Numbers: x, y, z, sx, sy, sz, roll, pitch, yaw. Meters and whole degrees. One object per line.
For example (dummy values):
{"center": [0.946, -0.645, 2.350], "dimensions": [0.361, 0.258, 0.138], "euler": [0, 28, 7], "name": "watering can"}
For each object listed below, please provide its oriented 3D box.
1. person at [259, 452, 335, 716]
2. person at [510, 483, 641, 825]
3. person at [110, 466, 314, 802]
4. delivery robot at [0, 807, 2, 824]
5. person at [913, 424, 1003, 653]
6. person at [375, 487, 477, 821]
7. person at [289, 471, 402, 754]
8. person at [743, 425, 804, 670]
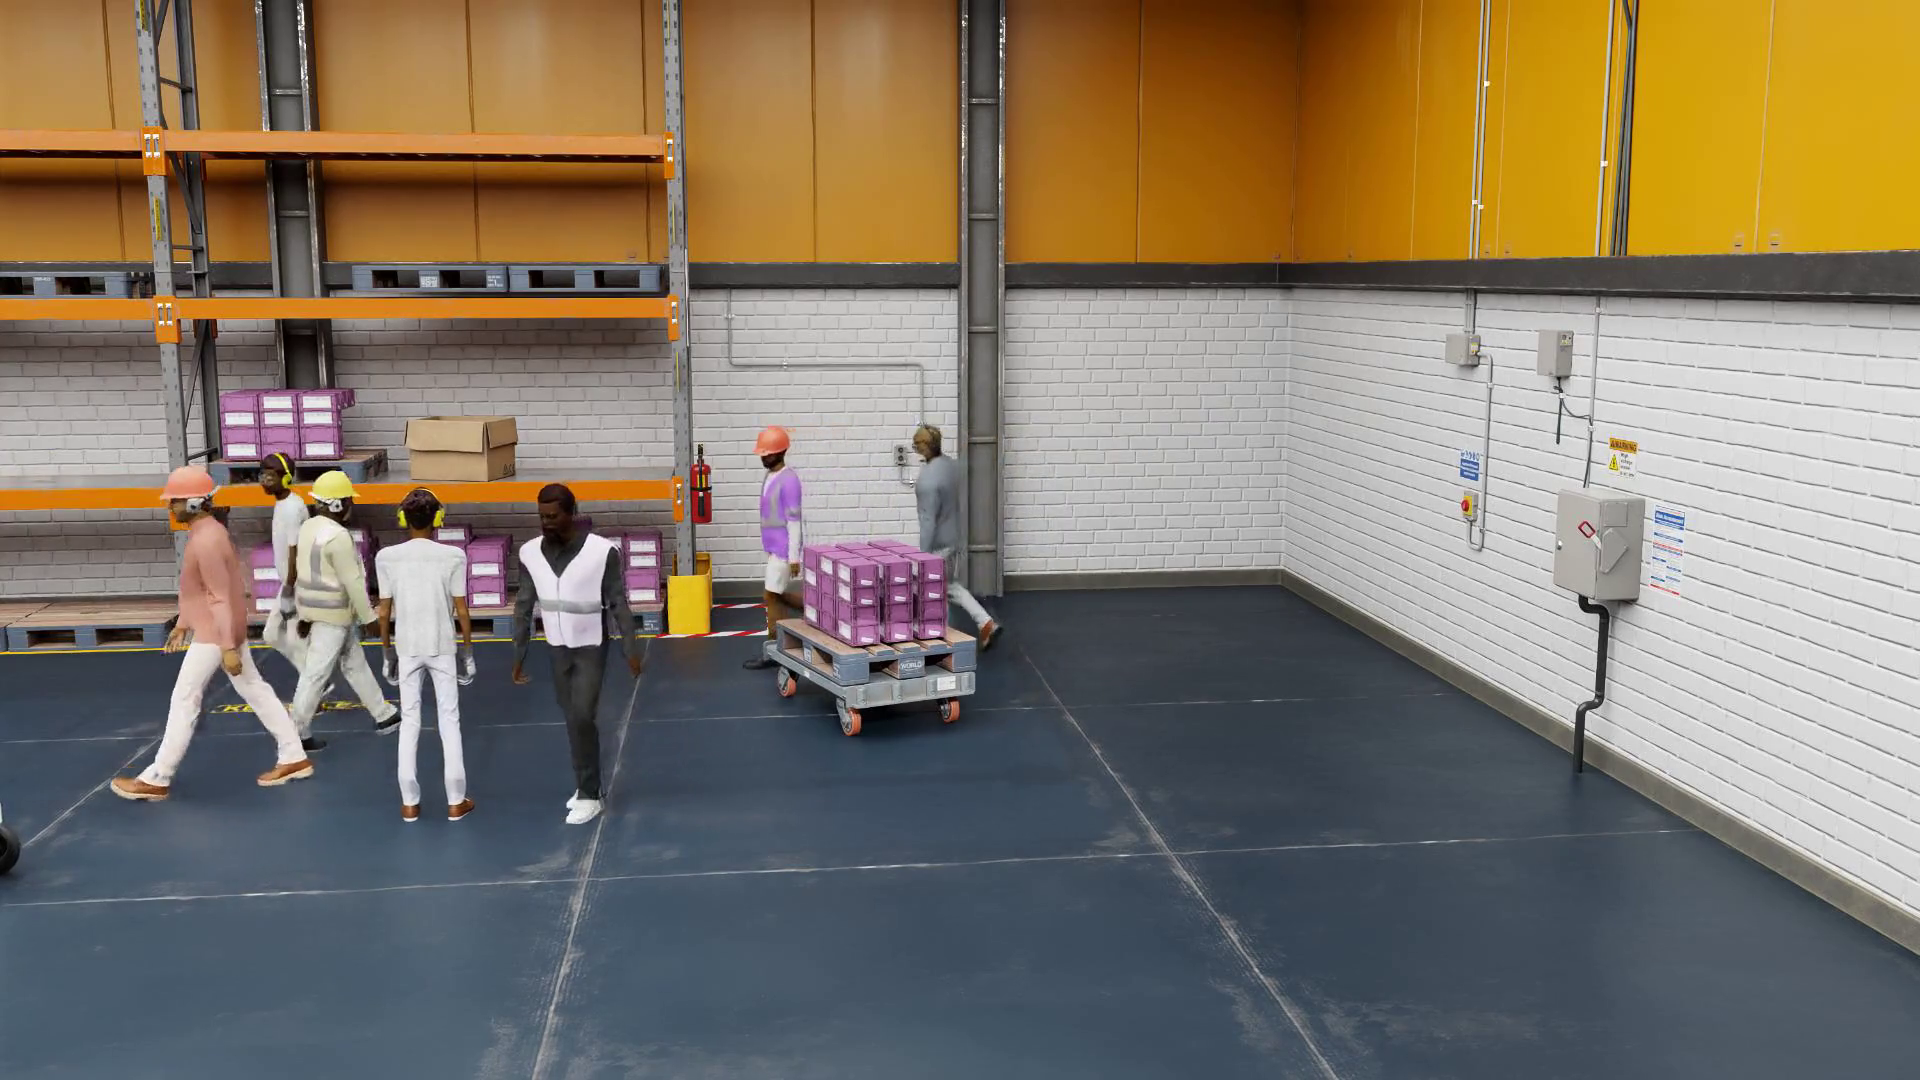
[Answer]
{"center": [-4.525, 0.319, 11.228], "dimensions": [0.399, 1.845, 0.561], "euler": [-5, 10, -26], "name": "person"}
{"center": [-2.158, 0.623, 9.213], "dimensions": [0.669, 1.883, 0.763], "euler": [3, 9, 17], "name": "person"}
{"center": [-4.343, 0.533, 9.644], "dimensions": [1.086, 1.938, 0.598], "euler": [-3, 10, -17], "name": "person"}
{"center": [-5.105, 1.414, 8.126], "dimensions": [0.707, 0.478, 0.477], "euler": [0, 9, -2], "name": "delivery robot"}
{"center": [-0.081, 0.042, 12.855], "dimensions": [0.657, 1.891, 0.664], "euler": [3, 10, 17], "name": "person"}
{"center": [-2.946, 0.635, 9.225], "dimensions": [0.508, 1.860, 0.314], "euler": [-1, 9, -7], "name": "person"}
{"center": [-3.936, 0.452, 10.598], "dimensions": [0.942, 1.782, 0.589], "euler": [-7, 11, -37], "name": "person"}
{"center": [-1.281, 0.051, 12.735], "dimensions": [0.745, 1.900, 0.560], "euler": [-4, 10, -23], "name": "person"}
